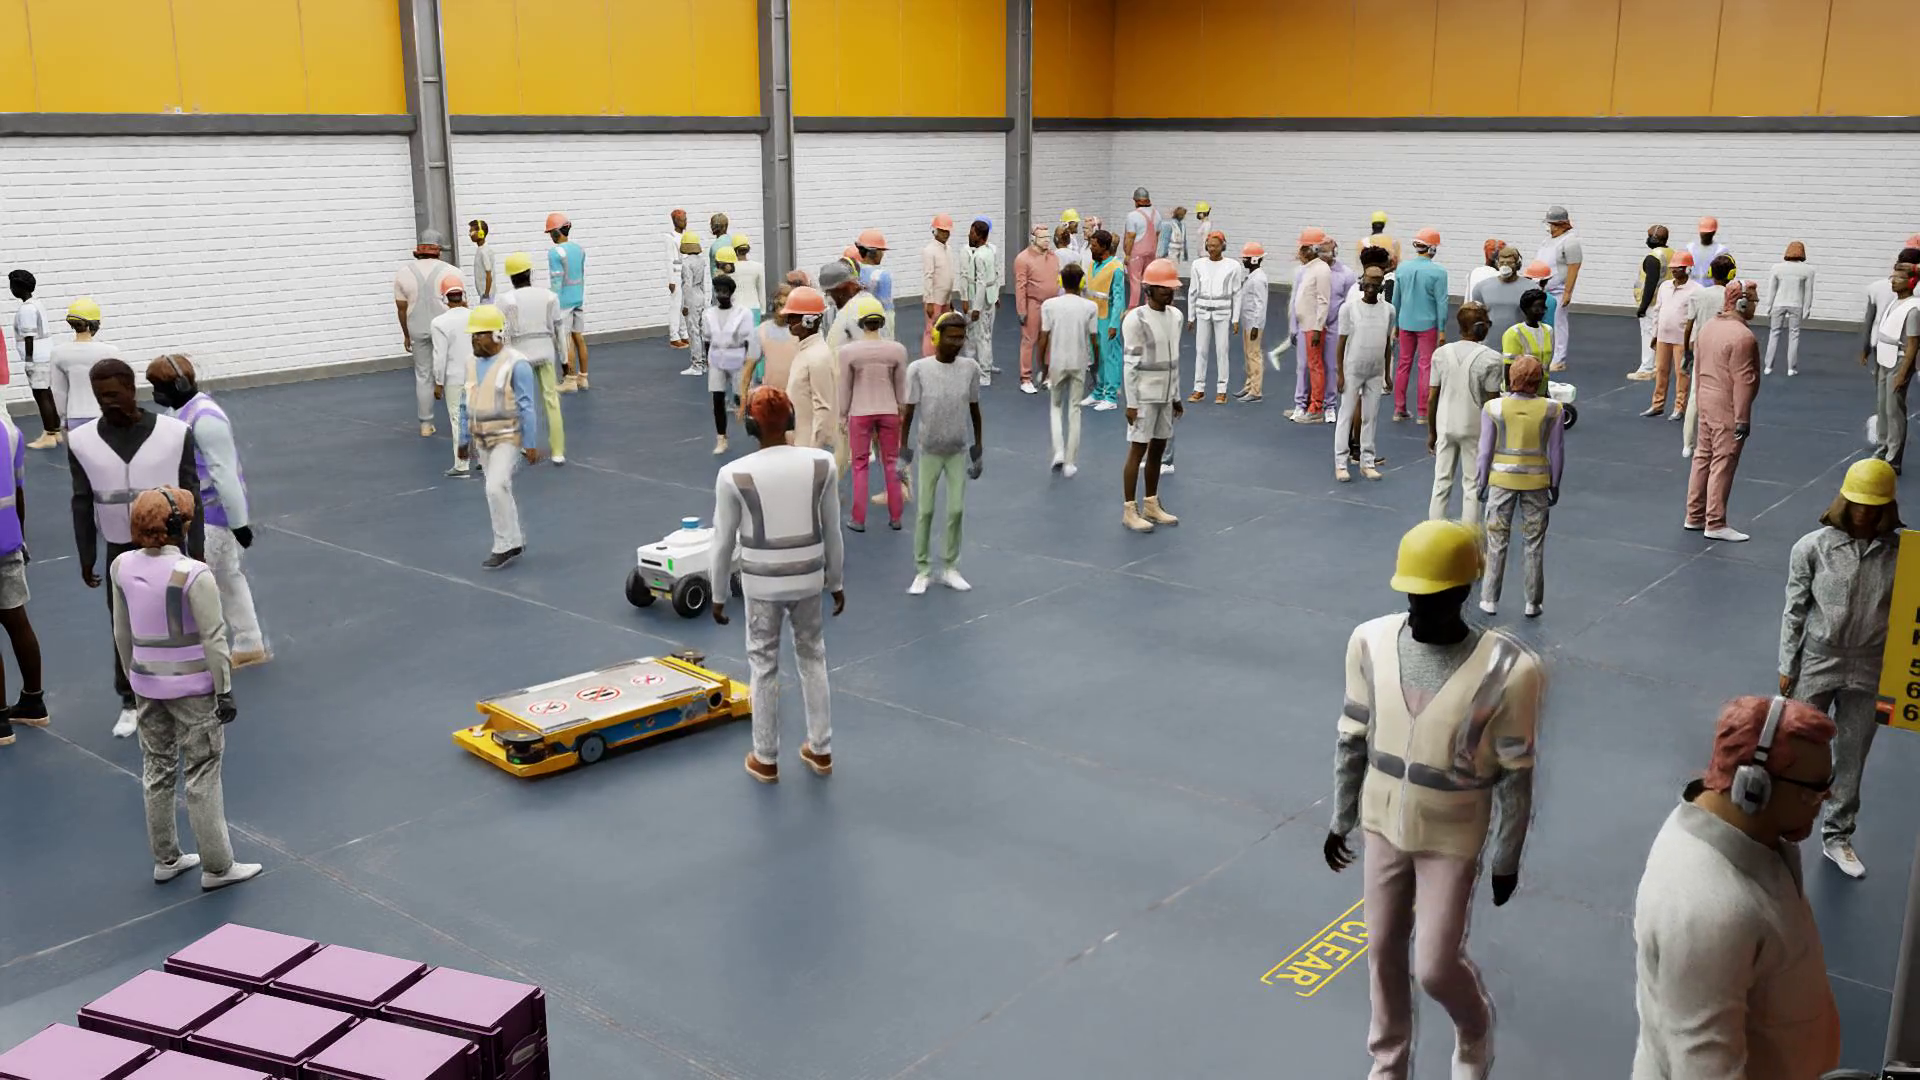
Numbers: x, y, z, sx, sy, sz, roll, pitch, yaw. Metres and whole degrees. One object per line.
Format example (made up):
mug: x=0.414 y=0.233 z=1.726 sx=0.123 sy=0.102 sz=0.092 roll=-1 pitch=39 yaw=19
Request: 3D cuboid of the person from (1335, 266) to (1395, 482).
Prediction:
person: x=3.463 y=-1.417 z=14.242 sx=0.506 sy=1.841 sz=0.346 roll=-2 pitch=14 yaw=-10

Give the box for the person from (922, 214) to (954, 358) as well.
person: x=-0.235 y=-2.828 z=19.576 sx=0.391 sy=1.991 sz=0.612 roll=7 pitch=16 yaw=25

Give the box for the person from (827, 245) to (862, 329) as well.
person: x=-1.137 y=-2.272 z=17.831 sx=0.561 sy=1.753 sz=0.332 roll=4 pitch=15 yaw=16

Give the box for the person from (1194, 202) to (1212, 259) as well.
person: x=4.017 y=-4.700 z=27.535 sx=0.339 sy=1.761 sz=0.524 roll=1 pitch=14 yaw=3

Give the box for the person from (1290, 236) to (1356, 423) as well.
person: x=3.699 y=-2.157 z=17.069 sx=0.642 sy=1.907 sz=0.410 roll=5 pitch=15 yaw=18

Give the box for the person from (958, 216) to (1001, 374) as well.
person: x=0.248 y=-2.966 z=20.252 sx=0.618 sy=1.933 sz=0.420 roll=-13 pitch=19 yaw=-41

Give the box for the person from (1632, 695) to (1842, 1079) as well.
person: x=1.625 y=1.236 z=3.547 sx=0.472 sy=1.893 sz=0.660 roll=7 pitch=16 yaw=27

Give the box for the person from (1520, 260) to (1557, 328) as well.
person: x=5.459 y=-1.788 z=15.890 sx=0.334 sy=1.753 sz=0.572 roll=11 pitch=18 yaw=38

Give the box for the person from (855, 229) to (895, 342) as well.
person: x=-0.855 y=-1.956 z=15.999 sx=0.614 sy=2.037 sz=0.377 roll=10 pitch=17 yaw=36

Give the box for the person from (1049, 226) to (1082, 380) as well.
person: x=1.217 y=-2.829 z=19.903 sx=0.519 sy=1.836 sz=0.348 roll=-9 pitch=17 yaw=-31

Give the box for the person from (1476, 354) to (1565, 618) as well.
person: x=3.455 y=-0.328 z=10.295 sx=0.514 sy=1.642 sz=0.311 roll=4 pitch=15 yaw=15

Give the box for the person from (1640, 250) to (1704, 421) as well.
person: x=7.382 y=-2.110 z=17.184 sx=0.327 sy=1.753 sz=0.563 roll=-9 pitch=16 yaw=-31

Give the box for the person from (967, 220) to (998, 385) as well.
person: x=0.248 y=-2.777 z=19.516 sx=0.392 sy=1.922 sz=0.592 roll=1 pitch=14 yaw=5

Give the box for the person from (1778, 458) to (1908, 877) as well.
person: x=3.556 y=0.521 z=6.698 sx=0.490 sy=1.741 sz=0.322 roll=2 pitch=14 yaw=8

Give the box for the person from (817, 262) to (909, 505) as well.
person: x=-0.883 y=-1.261 z=13.214 sx=1.037 sy=2.000 sz=0.762 roll=-2 pitch=14 yaw=-6

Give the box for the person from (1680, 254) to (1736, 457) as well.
person: x=6.868 y=-1.668 z=15.188 sx=0.538 sy=1.869 sz=0.312 roll=11 pitch=18 yaw=38

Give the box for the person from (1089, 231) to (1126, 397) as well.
person: x=1.681 y=-2.539 z=18.716 sx=0.347 sy=1.847 sz=0.505 roll=-2 pitch=14 yaw=-9

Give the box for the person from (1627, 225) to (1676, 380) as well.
person: x=8.278 y=-2.836 z=19.912 sx=0.430 sy=1.845 sz=0.619 roll=13 pitch=19 yaw=41

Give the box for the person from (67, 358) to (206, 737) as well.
person: x=-4.095 y=0.031 z=8.339 sx=0.602 sy=1.907 sz=0.420 roll=-3 pitch=14 yaw=-13

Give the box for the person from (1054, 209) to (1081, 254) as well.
person: x=1.551 y=-3.807 z=23.807 sx=0.404 sy=1.834 sz=0.591 roll=6 pitch=15 yaw=24

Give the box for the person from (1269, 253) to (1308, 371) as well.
person: x=4.113 y=-2.784 z=20.170 sx=0.536 sy=1.613 sz=0.502 roll=9 pitch=17 yaw=33

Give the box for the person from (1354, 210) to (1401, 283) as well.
person: x=5.506 y=-3.398 z=22.015 sx=0.605 sy=1.907 sz=0.500 roll=-1 pitch=14 yaw=-3

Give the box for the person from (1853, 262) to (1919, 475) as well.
person: x=8.167 y=-1.487 z=14.502 sx=0.382 sy=1.849 sz=0.571 roll=3 pitch=14 yaw=11

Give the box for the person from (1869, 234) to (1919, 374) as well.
person: x=11.672 y=-2.879 z=20.350 sx=0.884 sy=1.713 sz=0.576 roll=0 pitch=14 yaw=-1

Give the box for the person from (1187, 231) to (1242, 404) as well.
person: x=2.775 y=-2.434 z=18.216 sx=0.585 sy=1.883 sz=0.340 roll=6 pitch=15 yaw=23

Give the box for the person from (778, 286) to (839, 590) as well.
person: x=-0.980 y=-0.660 z=10.902 sx=0.378 sy=1.995 sz=0.609 roll=-3 pitch=14 yaw=-13

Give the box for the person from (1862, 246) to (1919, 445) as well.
person: x=8.898 y=-1.841 z=15.867 sx=0.832 sy=1.890 sz=0.598 roll=-11 pitch=18 yaw=-38

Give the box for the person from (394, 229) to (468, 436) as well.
person: x=-5.145 y=-2.045 z=16.345 sx=0.683 sy=2.000 sz=0.536 roll=0 pitch=14 yaw=-2

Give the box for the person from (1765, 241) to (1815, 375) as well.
person: x=10.120 y=-2.826 z=20.309 sx=0.501 sy=1.626 sz=0.278 roll=9 pitch=17 yaw=33

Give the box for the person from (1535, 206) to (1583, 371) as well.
person: x=7.345 y=-3.125 z=20.662 sx=0.535 sy=2.000 sz=0.684 roll=-3 pitch=14 yaw=-11

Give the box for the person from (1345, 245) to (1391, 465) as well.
person: x=3.652 y=-1.663 z=14.970 sx=0.361 sy=1.964 sz=0.613 roll=-2 pitch=14 yaw=-7

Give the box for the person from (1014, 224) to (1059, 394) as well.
person: x=0.916 y=-2.635 z=18.975 sx=0.652 sy=1.906 sz=0.408 roll=-12 pitch=19 yaw=-40

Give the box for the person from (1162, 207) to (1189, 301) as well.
person: x=3.787 y=-4.935 z=28.748 sx=0.740 sy=1.605 sz=0.530 roll=11 pitch=18 yaw=37

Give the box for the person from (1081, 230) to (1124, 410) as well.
person: x=1.536 y=-2.357 z=17.846 sx=0.393 sy=1.918 sz=0.589 roll=-8 pitch=16 yaw=-28

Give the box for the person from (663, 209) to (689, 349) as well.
person: x=-3.827 y=-3.577 z=22.786 sx=0.341 sy=1.882 sz=0.587 roll=5 pitch=15 yaw=19

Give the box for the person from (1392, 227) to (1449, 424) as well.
person: x=4.714 y=-2.191 z=17.020 sx=0.393 sy=1.992 sz=0.622 roll=-13 pitch=19 yaw=-41
